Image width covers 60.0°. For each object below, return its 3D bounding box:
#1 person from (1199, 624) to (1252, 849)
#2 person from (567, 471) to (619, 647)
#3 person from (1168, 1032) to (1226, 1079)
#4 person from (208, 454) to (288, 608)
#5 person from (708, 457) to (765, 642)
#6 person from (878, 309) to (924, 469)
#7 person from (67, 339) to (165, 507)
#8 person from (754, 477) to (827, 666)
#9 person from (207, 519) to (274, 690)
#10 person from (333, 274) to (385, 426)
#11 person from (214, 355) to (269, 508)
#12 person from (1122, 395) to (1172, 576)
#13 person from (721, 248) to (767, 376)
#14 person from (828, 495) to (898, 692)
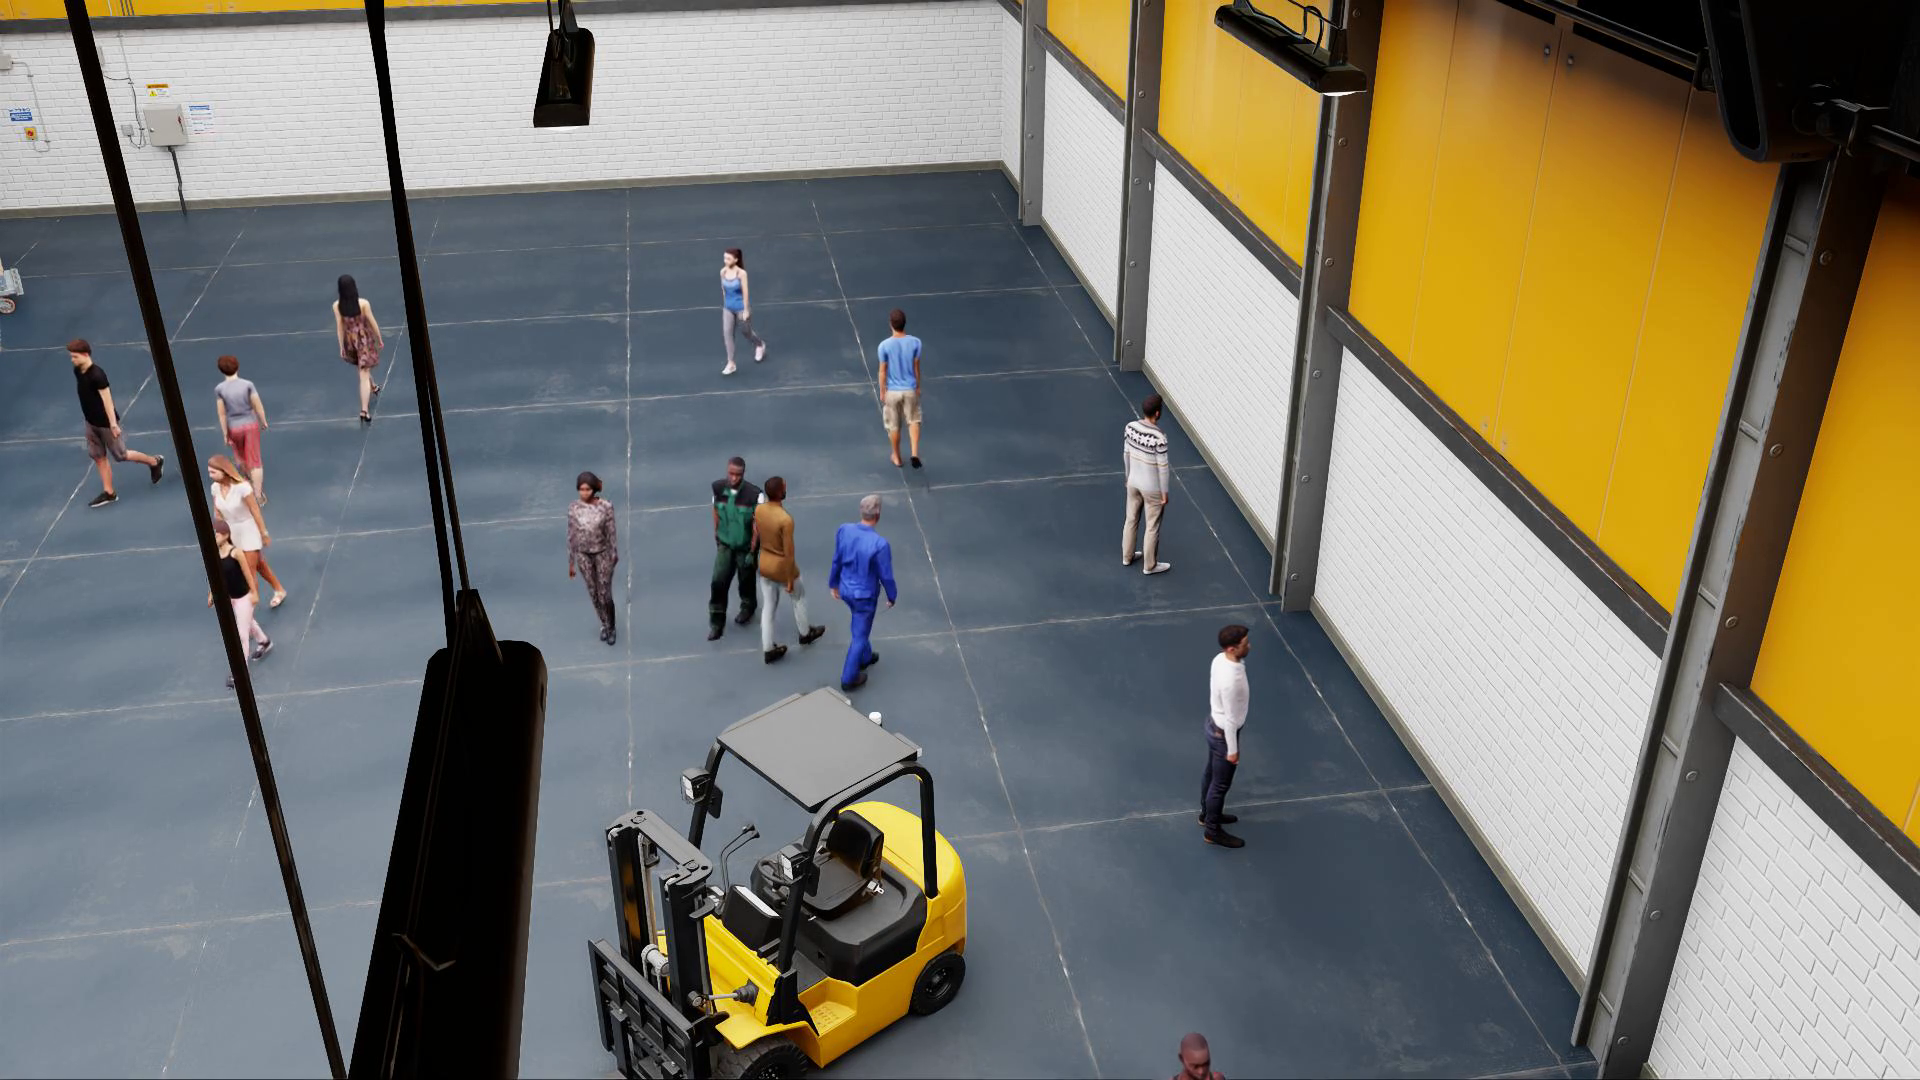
[{"bbox_3d":[1.987,1.445,12.574,0.723,1.869,0.585,1,29,1],"label":"person"},{"bbox_3d":[-3.315,0.130,15.161,0.641,1.702,0.702,1,29,2],"label":"person"},{"bbox_3d":[1.209,3.361,9.231,0.683,1.708,1.206,-7,29,-13],"label":"person"},{"bbox_3d":[-6.645,-0.070,15.583,0.902,1.648,1.155,6,29,11],"label":"person"},{"bbox_3d":[-1.986,0.011,15.279,0.950,1.798,1.121,8,30,15],"label":"person"},{"bbox_3d":[-0.620,-1.606,18.184,0.657,1.855,0.862,-6,29,-10],"label":"person"},{"bbox_3d":[-8.997,-1.292,17.624,1.116,1.839,1.197,17,33,28],"label":"person"},{"bbox_3d":[-1.677,0.299,14.753,0.960,1.796,1.028,18,33,29],"label":"person"},{"bbox_3d":[-6.362,0.475,14.715,0.805,1.522,1.088,7,29,12],"label":"person"},{"bbox_3d":[-7.009,-2.178,19.387,0.650,1.706,1.196,-3,29,-5],"label":"person"},{"bbox_3d":[-7.546,-1.117,17.531,0.653,1.622,0.998,-8,30,-14],"label":"person"},{"bbox_3d":[1.816,-0.553,16.246,0.830,1.861,0.716,-25,37,-37],"label":"person"},{"bbox_3d":[-2.744,-2.902,20.840,0.975,1.585,1.088,15,32,25],"label":"person"},{"bbox_3d":[-0.919,0.507,14.372,0.967,1.795,1.026,19,34,31],"label":"person"}]
